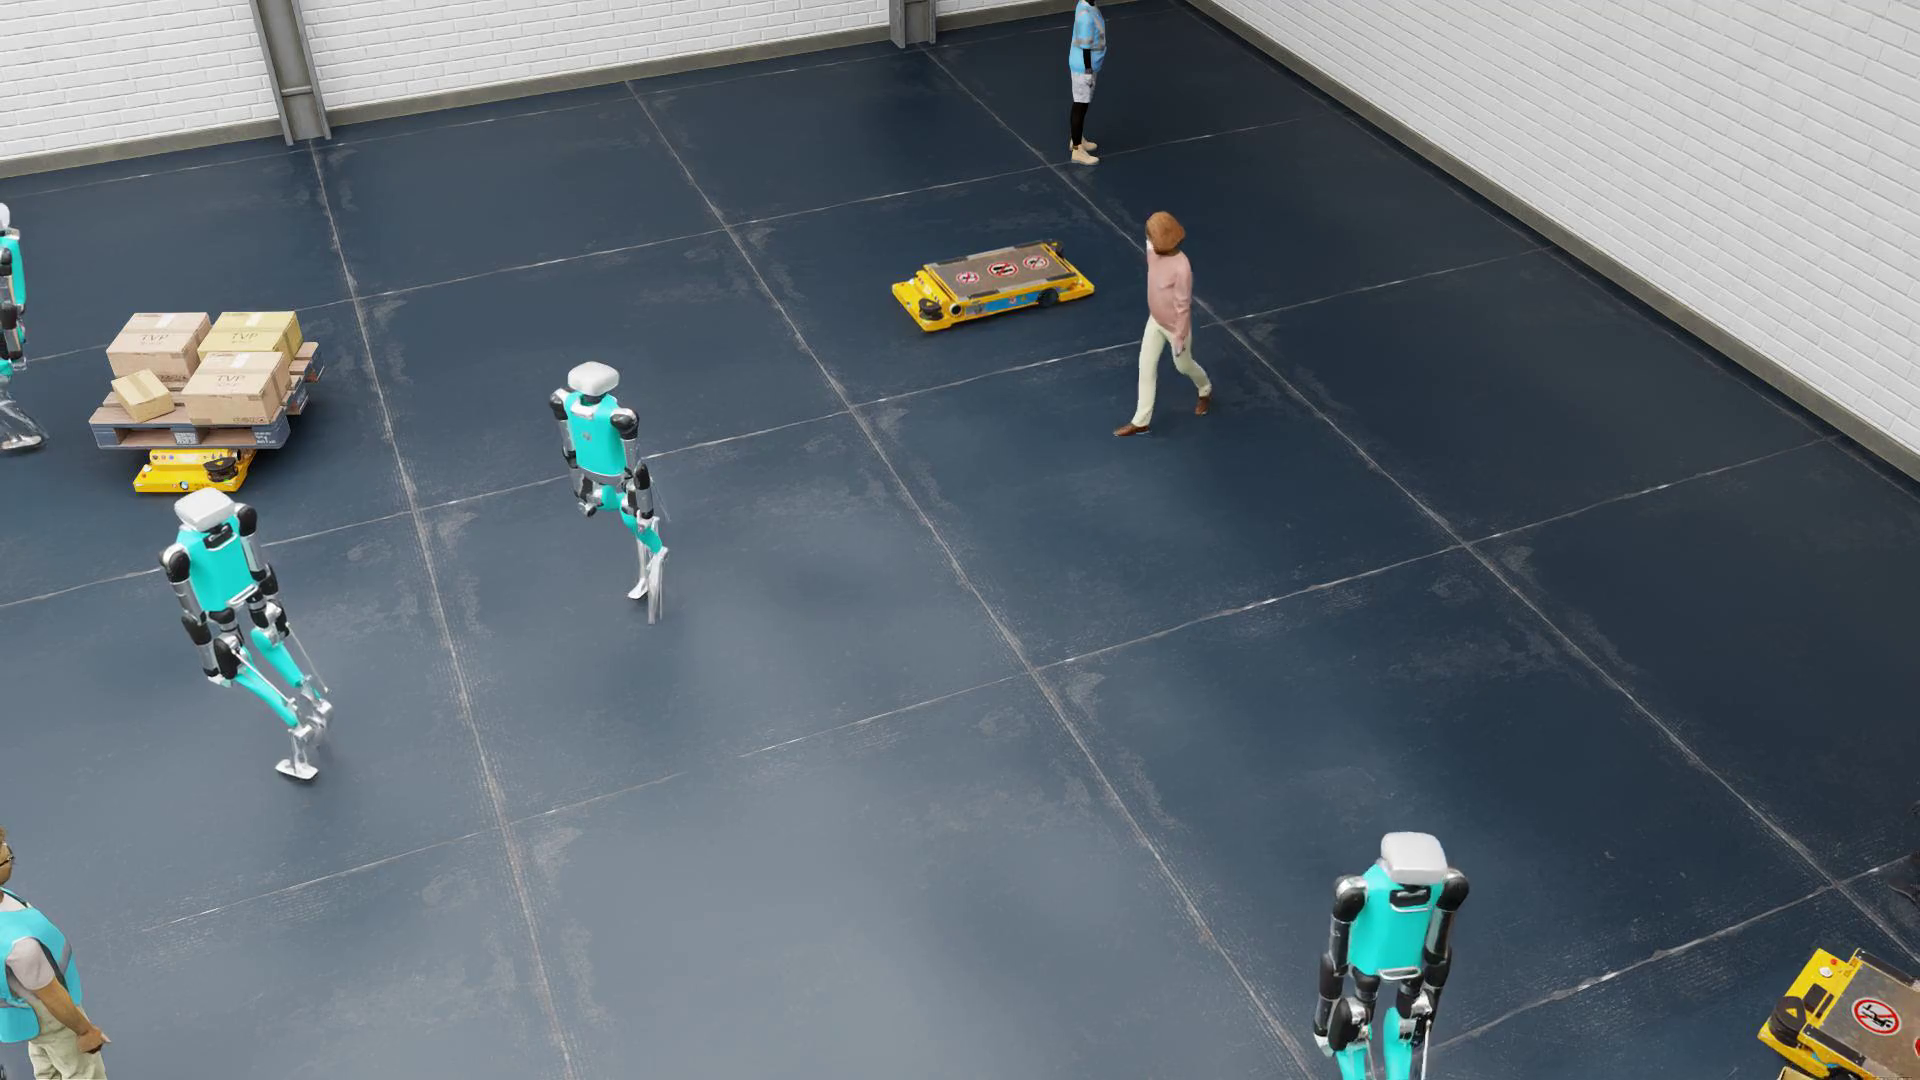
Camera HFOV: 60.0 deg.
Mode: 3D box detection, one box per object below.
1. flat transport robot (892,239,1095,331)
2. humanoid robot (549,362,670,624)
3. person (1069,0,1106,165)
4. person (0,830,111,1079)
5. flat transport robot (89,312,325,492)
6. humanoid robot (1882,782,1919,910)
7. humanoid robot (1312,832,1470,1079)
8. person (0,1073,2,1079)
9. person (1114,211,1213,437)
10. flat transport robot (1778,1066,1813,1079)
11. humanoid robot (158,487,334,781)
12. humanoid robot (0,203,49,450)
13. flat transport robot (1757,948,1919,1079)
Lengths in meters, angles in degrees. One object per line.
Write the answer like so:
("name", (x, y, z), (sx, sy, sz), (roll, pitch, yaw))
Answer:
("flat transport robot", (0.258, -1.973, 12.842), (1.431, 0.231, 0.659), (-15, 40, -19))
("humanoid robot", (-1.863, -0.306, 9.519), (0.537, 1.841, 0.750), (16, 40, 20))
("person", (1.105, -4.129, 14.477), (0.320, 1.694, 0.532), (2, 38, 2))
("person", (-3.642, 1.841, 6.585), (0.562, 1.844, 0.391), (22, 43, 26))
("flat transport robot", (-5.036, -0.806, 11.322), (0.659, 0.231, 1.431), (0, 38, 0))
("humanoid robot", (4.708, 1.086, 7.702), (0.593, 1.656, 0.369), (-22, 43, -26))
("humanoid robot", (1.683, 2.016, 6.456), (0.611, 1.790, 0.838), (-7, 38, -9))
("person", (-4.258, 1.604, 6.834), (0.638, 1.930, 0.800), (-18, 41, -22))
("person", (1.437, -1.460, 11.091), (0.807, 1.585, 0.543), (-19, 41, -23))
("flat transport robot", (3.482, 2.955, 6.427), (0.659, 0.231, 1.431), (30, 47, 33))
("humanoid robot", (-3.438, 0.579, 8.339), (0.668, 1.836, 0.540), (17, 41, 21))
("humanoid robot", (-6.292, -1.265, 10.766), (0.814, 1.818, 0.538), (-16, 40, -19))
("flat transport robot", (4.318, 2.346, 7.220), (1.431, 0.231, 0.659), (31, 47, 34))
